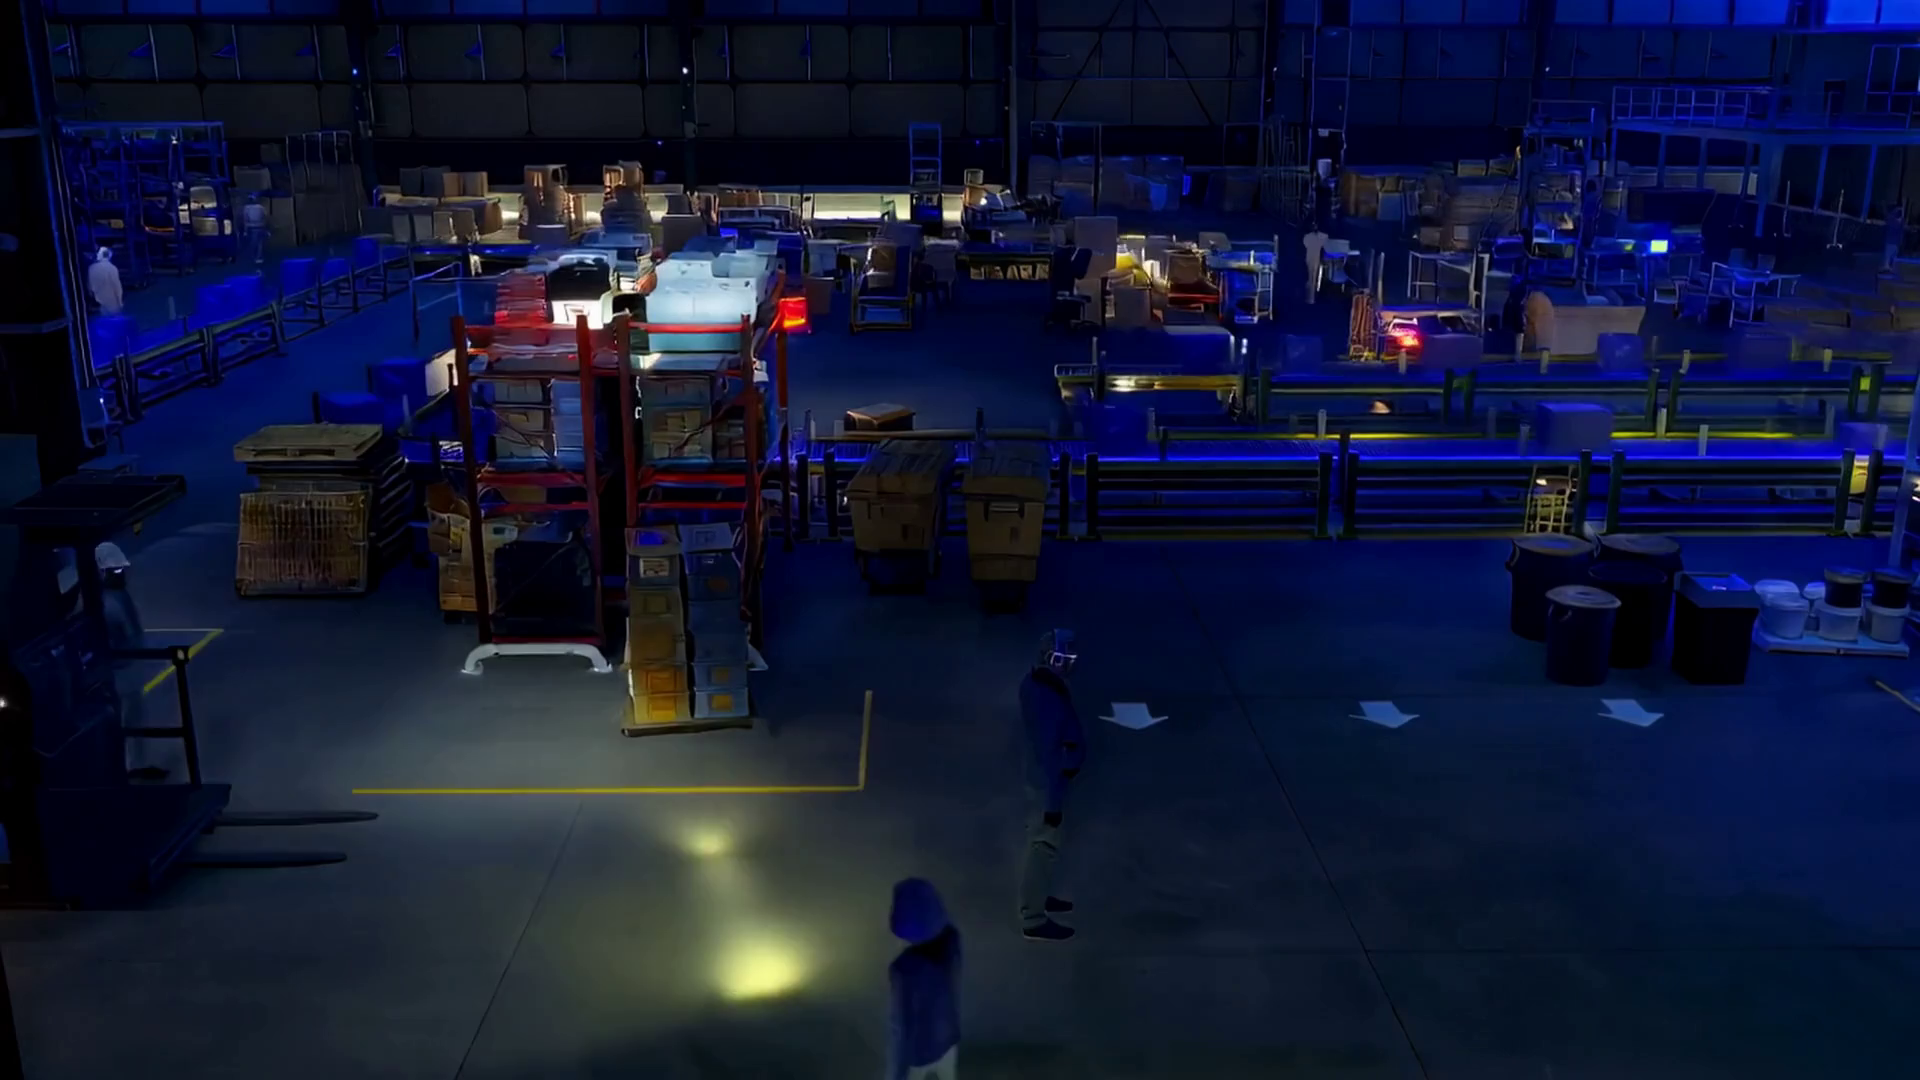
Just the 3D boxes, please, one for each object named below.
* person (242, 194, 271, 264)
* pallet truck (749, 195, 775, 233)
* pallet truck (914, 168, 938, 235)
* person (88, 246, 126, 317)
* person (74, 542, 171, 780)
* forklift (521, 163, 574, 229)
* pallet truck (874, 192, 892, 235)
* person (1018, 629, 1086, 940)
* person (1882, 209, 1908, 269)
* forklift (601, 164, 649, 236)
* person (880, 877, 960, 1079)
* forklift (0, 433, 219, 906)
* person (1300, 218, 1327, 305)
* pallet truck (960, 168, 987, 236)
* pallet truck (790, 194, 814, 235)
[{"bbox_3d":[-18.166,-8.023,42.956,0.619,1.771,0.916,-2,16,-8],"label":"person"},{"bbox_3d":[-6.051,-9.967,50.660,0.680,1.201,1.601,0,16,-1],"label":"pallet truck"},{"bbox_3d":[-0.989,-10.316,50.507,0.823,1.965,1.885,1,16,3],"label":"pallet truck"},{"bbox_3d":[-15.180,-4.287,29.721,0.639,1.903,0.409,5,17,18],"label":"person"},{"bbox_3d":[-6.072,0.896,11.845,0.561,1.819,0.606,-1,16,-4],"label":"person"},{"bbox_3d":[-12.233,-10.122,49.298,1.157,1.987,2.680,0,16,-1],"label":"forklift"},{"bbox_3d":[-2.277,-9.986,50.594,0.653,1.274,1.630,0,16,-1],"label":"pallet truck"},{"bbox_3d":[0.544,1.433,9.857,0.400,1.900,0.636,-1,16,-3],"label":"person"},{"bbox_3d":[22.201,-7.012,39.518,0.569,1.701,0.853,4,16,13],"label":"person"},{"bbox_3d":[-9.948,-10.127,49.296,1.157,1.987,2.680,-1,16,-3],"label":"forklift"},{"bbox_3d":[-0.230,2.251,7.490,0.583,1.611,0.533,11,19,33],"label":"person"},{"bbox_3d":[-5.952,0.780,10.366,1.873,2.768,1.129,0,16,-1],"label":"forklift"},{"bbox_3d":[7.588,-5.959,35.644,0.495,1.847,0.432,-6,17,-19],"label":"person"},{"bbox_3d":[0.383,-10.230,50.206,0.823,1.965,1.885,-1,16,-3],"label":"pallet truck"},{"bbox_3d":[-4.814,-9.883,50.259,0.704,1.261,1.522,-1,16,-3],"label":"pallet truck"}]
